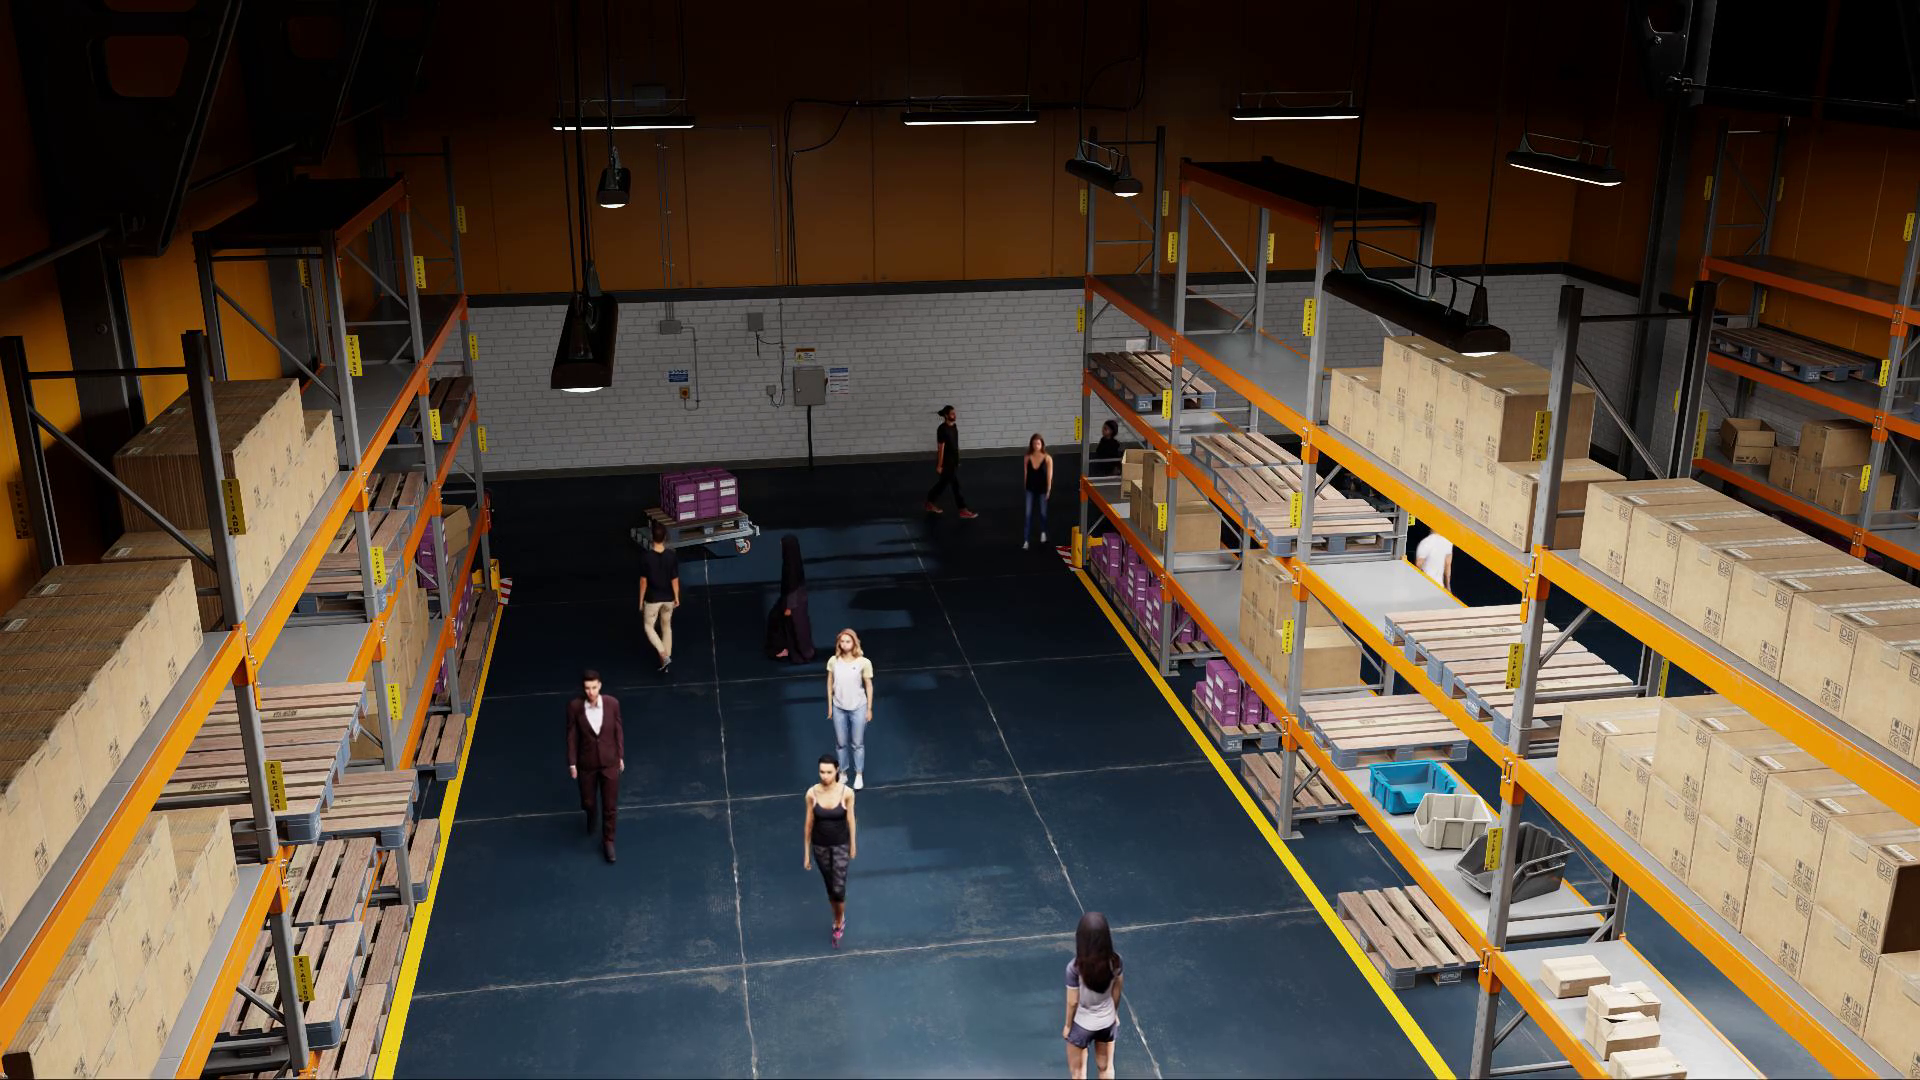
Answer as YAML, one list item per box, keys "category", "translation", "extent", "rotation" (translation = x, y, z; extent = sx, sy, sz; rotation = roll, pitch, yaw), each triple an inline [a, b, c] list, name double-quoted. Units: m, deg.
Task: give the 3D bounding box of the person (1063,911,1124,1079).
- category: "person"
  translation: [0.923, 3.384, 11.714]
  extent: [0.651, 1.706, 0.611]
  rotation: [-9, 21, -25]

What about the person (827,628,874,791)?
- category: "person"
  translation: [-1.107, 1.688, 16.724]
  extent: [0.695, 1.723, 0.658]
  rotation: [3, 19, 10]

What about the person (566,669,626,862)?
- category: "person"
  translation: [-3.380, 2.035, 15.495]
  extent: [0.767, 1.849, 1.003]
  rotation: [-6, 20, -17]

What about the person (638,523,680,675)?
- category: "person"
  translation: [-3.482, 0.731, 19.389]
  extent: [0.810, 1.836, 0.946]
  rotation: [-10, 21, -27]

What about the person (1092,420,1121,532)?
- category: "person"
  translation: [2.243, -0.961, 24.654]
  extent: [0.778, 1.682, 0.695]
  rotation: [-15, 24, -38]

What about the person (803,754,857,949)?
- category: "person"
  translation: [-1.076, 2.574, 14.109]
  extent: [0.664, 1.713, 0.750]
  rotation: [2, 19, 6]

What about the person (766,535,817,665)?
- category: "person"
  translation: [-1.893, 0.708, 19.824]
  extent: [0.689, 1.601, 0.740]
  rotation: [-3, 19, -9]

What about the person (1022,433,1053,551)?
- category: "person"
  translation: [1.139, -0.718, 23.944]
  extent: [0.818, 1.674, 1.139]
  rotation: [3, 19, 9]

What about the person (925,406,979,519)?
- category: "person"
  translation: [-0.247, -1.176, 25.239]
  extent: [1.067, 1.716, 1.160]
  rotation: [7, 20, 20]
